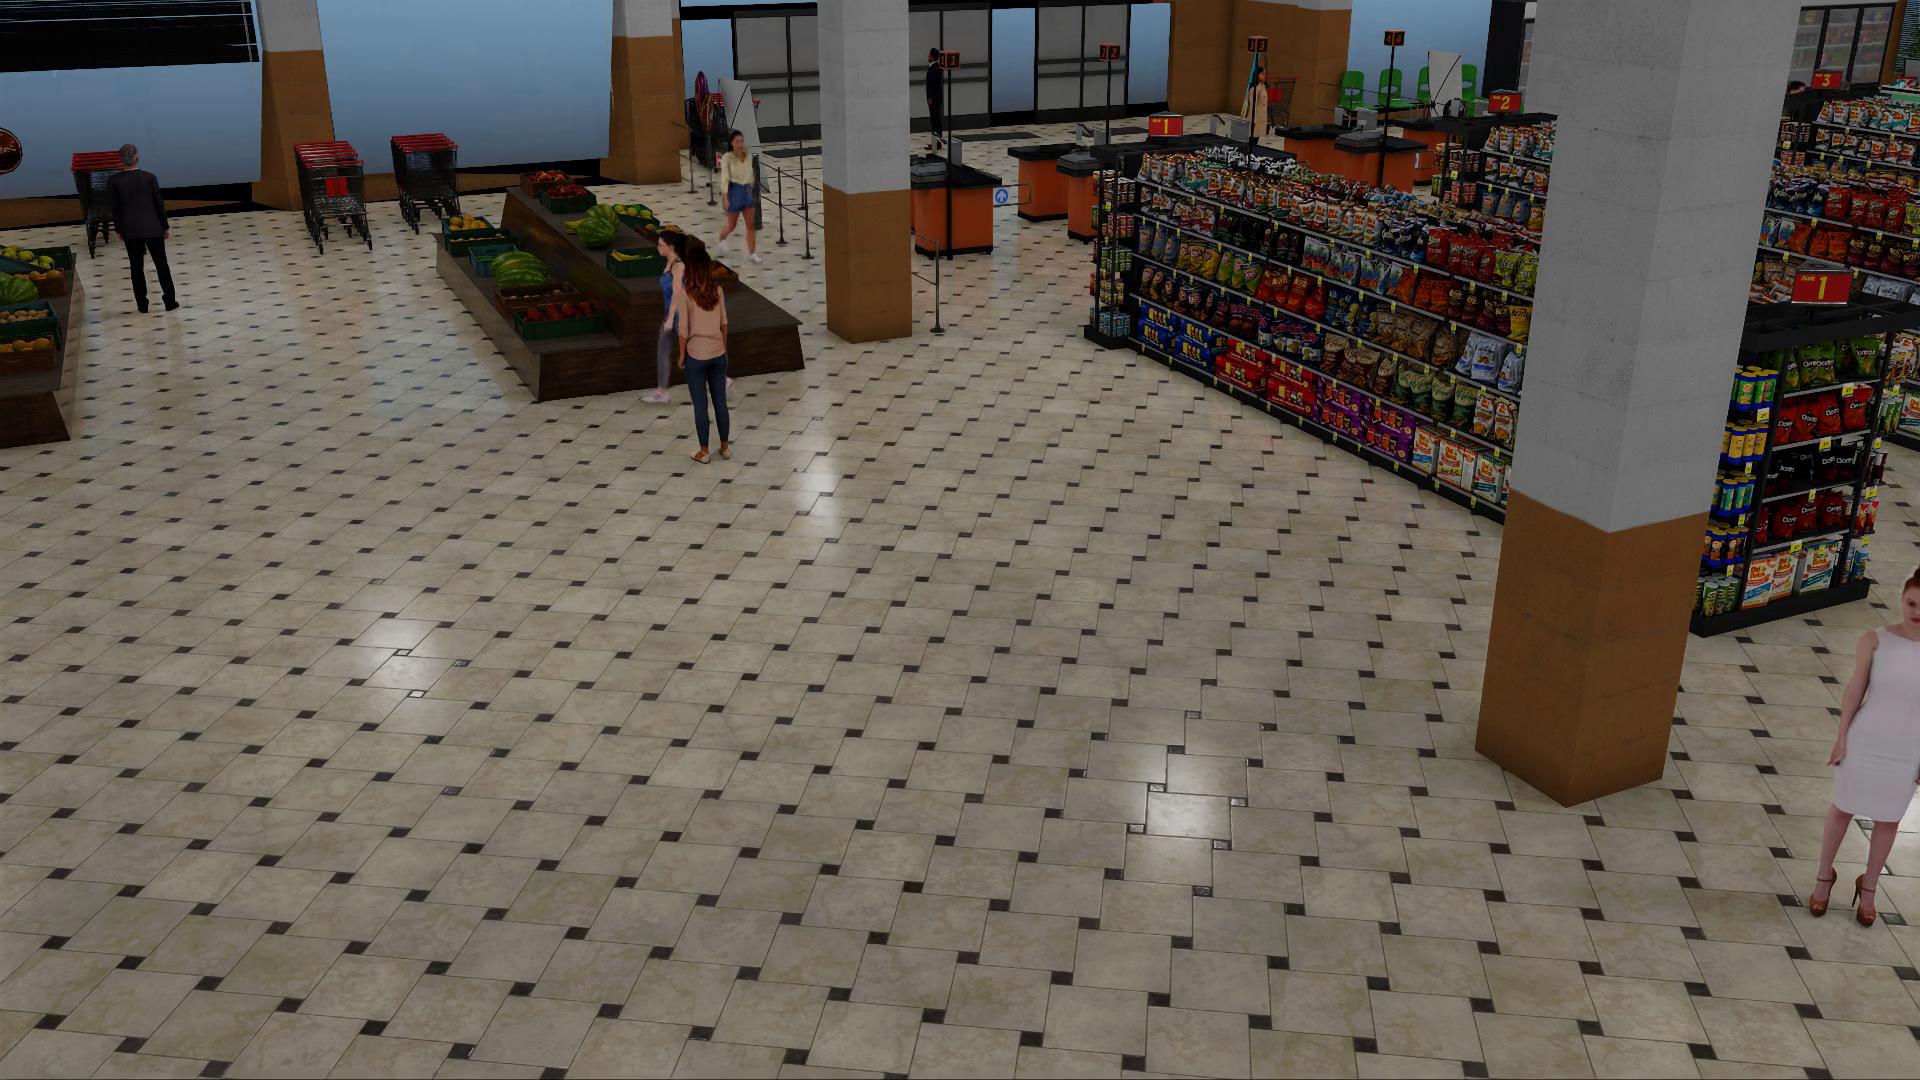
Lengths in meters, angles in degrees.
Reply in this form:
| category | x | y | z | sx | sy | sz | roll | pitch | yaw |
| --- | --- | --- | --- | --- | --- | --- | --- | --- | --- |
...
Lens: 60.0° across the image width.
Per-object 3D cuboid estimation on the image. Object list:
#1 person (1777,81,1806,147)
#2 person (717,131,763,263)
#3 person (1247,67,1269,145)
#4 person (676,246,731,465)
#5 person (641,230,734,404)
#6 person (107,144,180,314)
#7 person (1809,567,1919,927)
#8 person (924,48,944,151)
| category | x | y | z | sx | sy | sz | roll | pitch | yaw |
| --- | --- | --- | --- | --- | --- | --- | --- | --- | --- |
| person | 11.606 | -5.571 | 23.629 | 1.124 | 1.844 | 1.319 | 3 | 22 | 7 |
| person | -2.804 | -4.275 | 20.727 | 0.820 | 1.602 | 1.137 | -18 | 28 | -37 |
| person | 4.763 | -6.763 | 26.812 | 0.737 | 1.682 | 0.716 | 11 | 25 | 26 |
| person | -2.083 | -1.510 | 13.592 | 0.607 | 1.792 | 0.548 | -12 | 25 | -28 |
| person | -2.466 | -1.994 | 15.091 | 0.600 | 1.571 | 0.992 | -10 | 24 | -24 |
| person | -9.010 | -3.436 | 18.318 | 0.711 | 1.842 | 0.589 | -9 | 24 | -21 |
| person | 4.168 | 0.942 | 7.488 | 0.632 | 1.792 | 0.708 | 10 | 24 | 22 |
| person | -0.441 | -7.734 | 29.169 | 0.770 | 1.727 | 0.683 | 5 | 23 | 13 |
